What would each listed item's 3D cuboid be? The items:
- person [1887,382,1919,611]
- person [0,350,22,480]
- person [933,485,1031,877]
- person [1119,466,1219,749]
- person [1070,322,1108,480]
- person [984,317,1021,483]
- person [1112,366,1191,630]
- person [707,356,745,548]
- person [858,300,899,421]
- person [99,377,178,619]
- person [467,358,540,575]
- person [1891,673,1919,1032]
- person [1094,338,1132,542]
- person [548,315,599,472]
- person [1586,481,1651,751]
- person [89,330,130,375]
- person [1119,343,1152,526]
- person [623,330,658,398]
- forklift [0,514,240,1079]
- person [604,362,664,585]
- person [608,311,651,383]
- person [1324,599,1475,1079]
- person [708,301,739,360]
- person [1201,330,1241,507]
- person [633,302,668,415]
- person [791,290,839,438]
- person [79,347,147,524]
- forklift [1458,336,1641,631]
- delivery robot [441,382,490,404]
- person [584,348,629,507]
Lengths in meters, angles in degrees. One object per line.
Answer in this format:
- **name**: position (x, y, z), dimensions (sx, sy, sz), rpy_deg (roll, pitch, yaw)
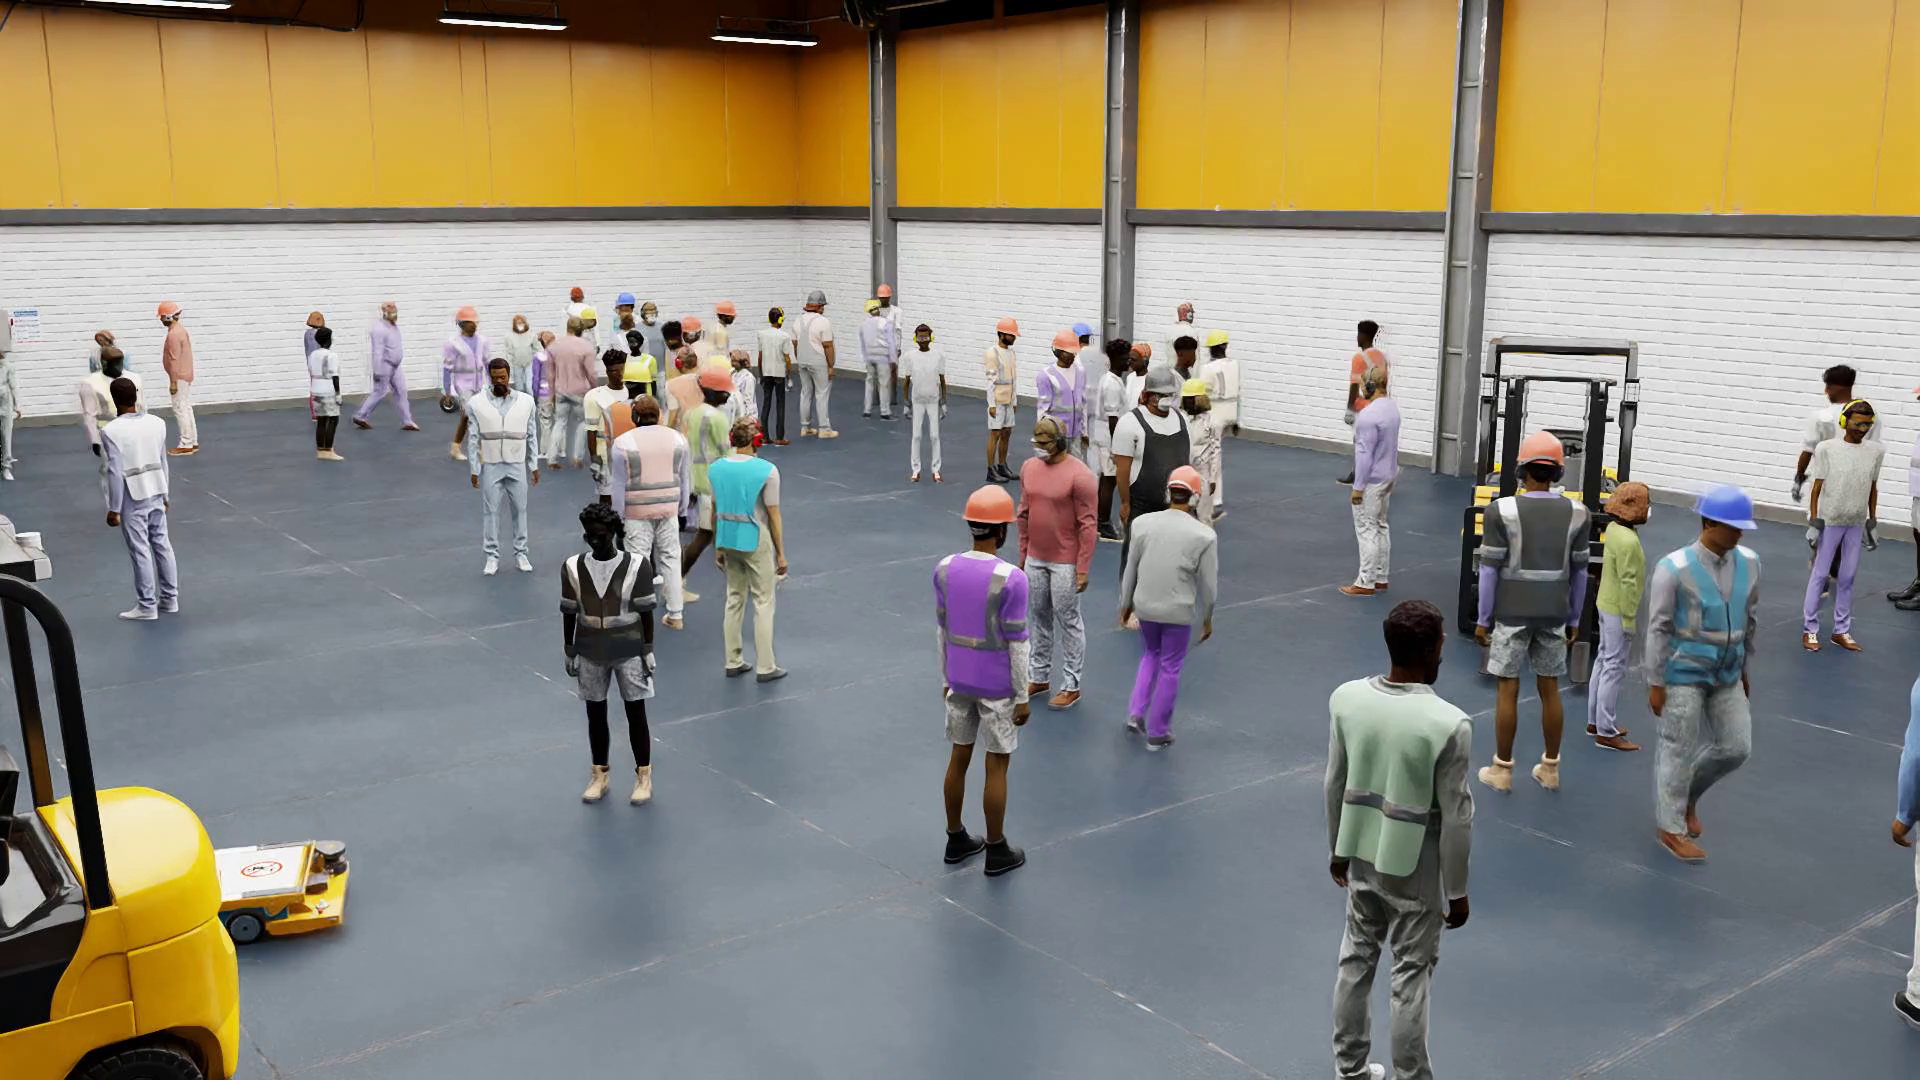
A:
- **person**: position (7.771, -0.394, 13.389), dimensions (0.360, 1.936, 0.552), rpy_deg (4, 12, 19)
- **person**: position (-11.183, -1.507, 19.323), dimensions (0.493, 1.711, 0.703), rpy_deg (-10, 15, -39)
- **person**: position (0.126, 0.687, 8.193), dimensions (0.545, 1.929, 0.387), rpy_deg (9, 15, 38)
- **person**: position (1.274, 0.410, 10.034), dimensions (0.587, 1.712, 0.446), rpy_deg (7, 14, 31)
- **person**: position (1.333, -1.499, 18.789), dimensions (0.619, 1.903, 0.859), rpy_deg (-6, 13, -26)
- **person**: position (0.514, -1.629, 19.386), dimensions (0.390, 1.925, 0.550), rpy_deg (8, 14, 34)
- **person**: position (1.536, -0.331, 12.835), dimensions (0.684, 2.000, 0.536), rpy_deg (-6, 13, -28)
- **person**: position (-2.238, -0.844, 15.861), dimensions (0.403, 1.817, 0.602), rpy_deg (0, 12, 0)
- **person**: position (-1.190, -2.656, 24.718), dimensions (0.678, 1.782, 0.406), rpy_deg (9, 14, 36)
- **person**: position (-6.457, -0.323, 13.097), dimensions (0.396, 1.917, 0.590), rpy_deg (4, 12, 17)
- **person**: position (-4.034, -0.659, 14.716), dimensions (0.597, 1.916, 0.371), rpy_deg (-4, 12, -20)
- **person**: position (4.015, 1.070, 6.572), dimensions (0.599, 1.830, 0.404), rpy_deg (3, 12, 15)
- **person**: position (1.481, -0.971, 16.104), dimensions (0.369, 1.965, 0.609), rpy_deg (0, 12, 0)
- **person**: position (-4.691, -1.755, 20.100), dimensions (0.665, 1.891, 0.563), rpy_deg (4, 12, 18)
- **person**: position (3.998, 0.448, 10.061), dimensions (0.280, 1.633, 0.503), rpy_deg (2, 12, 10)
- **person**: position (-10.940, -1.891, 21.412), dimensions (0.518, 1.609, 0.738), rpy_deg (-2, 12, -8)
- **person**: position (1.815, -1.025, 16.601), dimensions (0.349, 1.877, 0.574), rpy_deg (-5, 13, -22)
- **person**: position (-3.963, -1.724, 20.398), dimensions (0.533, 1.697, 0.319), rpy_deg (1, 12, 6)
- **forklift**: position (-3.687, 1.115, 5.480), dimensions (2.313, 2.155, 1.214), rpy_deg (-9, 15, -36)
- **person**: position (-2.759, -0.561, 14.248), dimensions (0.589, 1.918, 0.400), rpy_deg (6, 13, 26)
- **person**: position (-4.278, -2.050, 21.653), dimensions (0.595, 1.833, 0.367), rpy_deg (0, 12, -2)
- **person**: position (1.555, 1.156, 5.958), dimensions (0.398, 1.917, 0.589), rpy_deg (-9, 15, -36)
- **person**: position (-3.251, -2.306, 22.728), dimensions (0.612, 1.903, 0.542), rpy_deg (-5, 13, -22)
- **person**: position (2.764, -1.323, 18.013), dimensions (0.495, 1.895, 0.606), rpy_deg (9, 15, 38)
- **person**: position (-4.137, -2.225, 22.271), dimensions (0.636, 1.928, 0.386), rpy_deg (-9, 15, -38)
- **person**: position (-1.964, -2.441, 23.022), dimensions (0.688, 2.000, 0.536), rpy_deg (9, 15, 38)
- **person**: position (-8.420, -1.024, 16.746), dimensions (0.900, 1.803, 0.660), rpy_deg (10, 15, 40)
- **forklift**: position (4.683, -0.471, 13.136), dimensions (1.214, 2.155, 2.313), rpy_deg (4, 12, 20)
- **delivery robot**: position (-7.656, -2.317, 25.785), dimensions (0.707, 0.478, 0.477), rpy_deg (-1, 12, -5)
- **person**: position (-3.092, -0.752, 15.049), dimensions (0.605, 1.966, 0.367), rpy_deg (-11, 16, -43)
